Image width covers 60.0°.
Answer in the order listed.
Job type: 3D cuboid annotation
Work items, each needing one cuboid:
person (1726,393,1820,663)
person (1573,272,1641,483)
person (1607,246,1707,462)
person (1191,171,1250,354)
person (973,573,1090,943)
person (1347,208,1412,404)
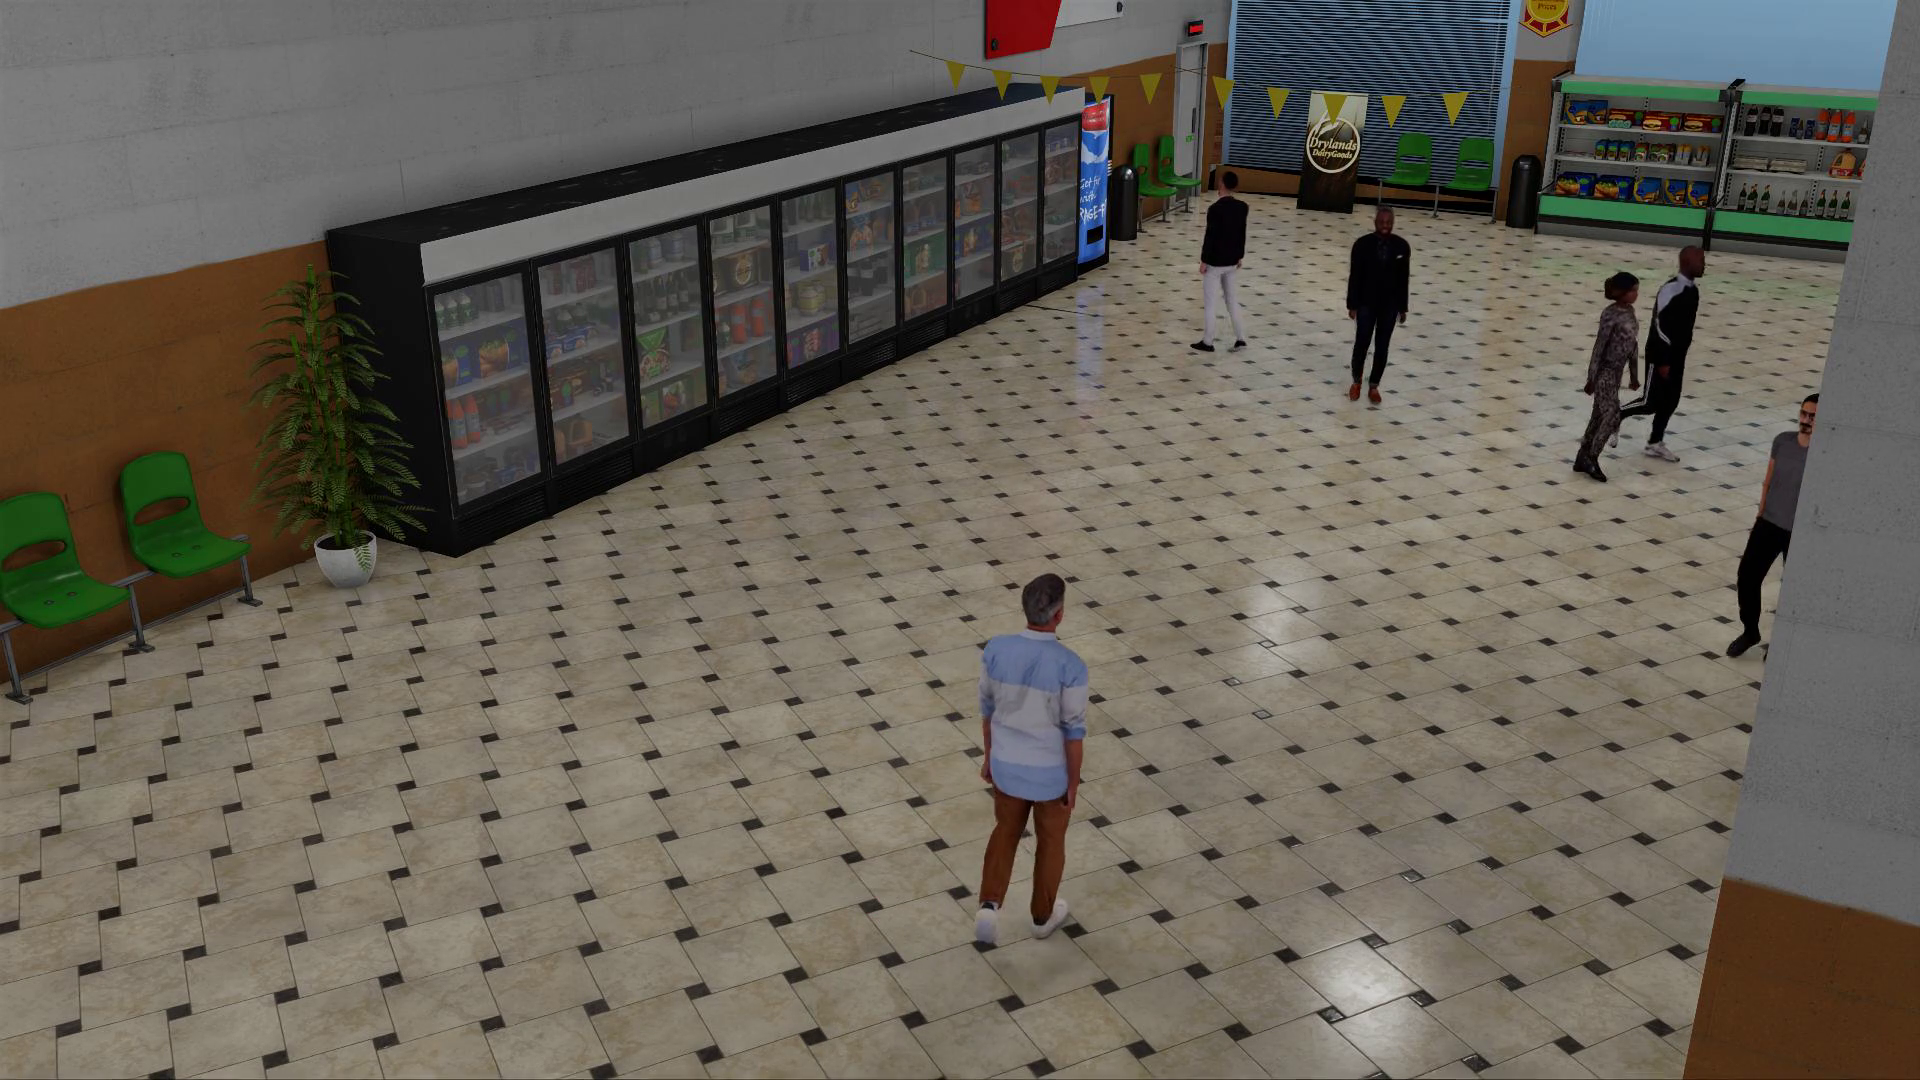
[{"bbox_3d":[5.172,-0.081,10.282,0.822,1.740,0.728,-16,27,-35],"label":"person"},{"bbox_3d":[5.167,-1.343,13.475,0.680,1.702,0.722,-18,28,-38],"label":"person"},{"bbox_3d":[5.831,-1.568,13.890,0.882,1.810,1.021,-14,26,-31],"label":"person"},{"bbox_3d":[2.720,-2.837,17.014,0.838,1.837,0.880,-16,27,-35],"label":"person"},{"bbox_3d":[0.289,1.033,7.412,0.838,1.813,0.776,11,24,24],"label":"person"},{"bbox_3d":[3.860,-2.178,15.412,0.770,1.808,0.877,1,22,2],"label":"person"}]
